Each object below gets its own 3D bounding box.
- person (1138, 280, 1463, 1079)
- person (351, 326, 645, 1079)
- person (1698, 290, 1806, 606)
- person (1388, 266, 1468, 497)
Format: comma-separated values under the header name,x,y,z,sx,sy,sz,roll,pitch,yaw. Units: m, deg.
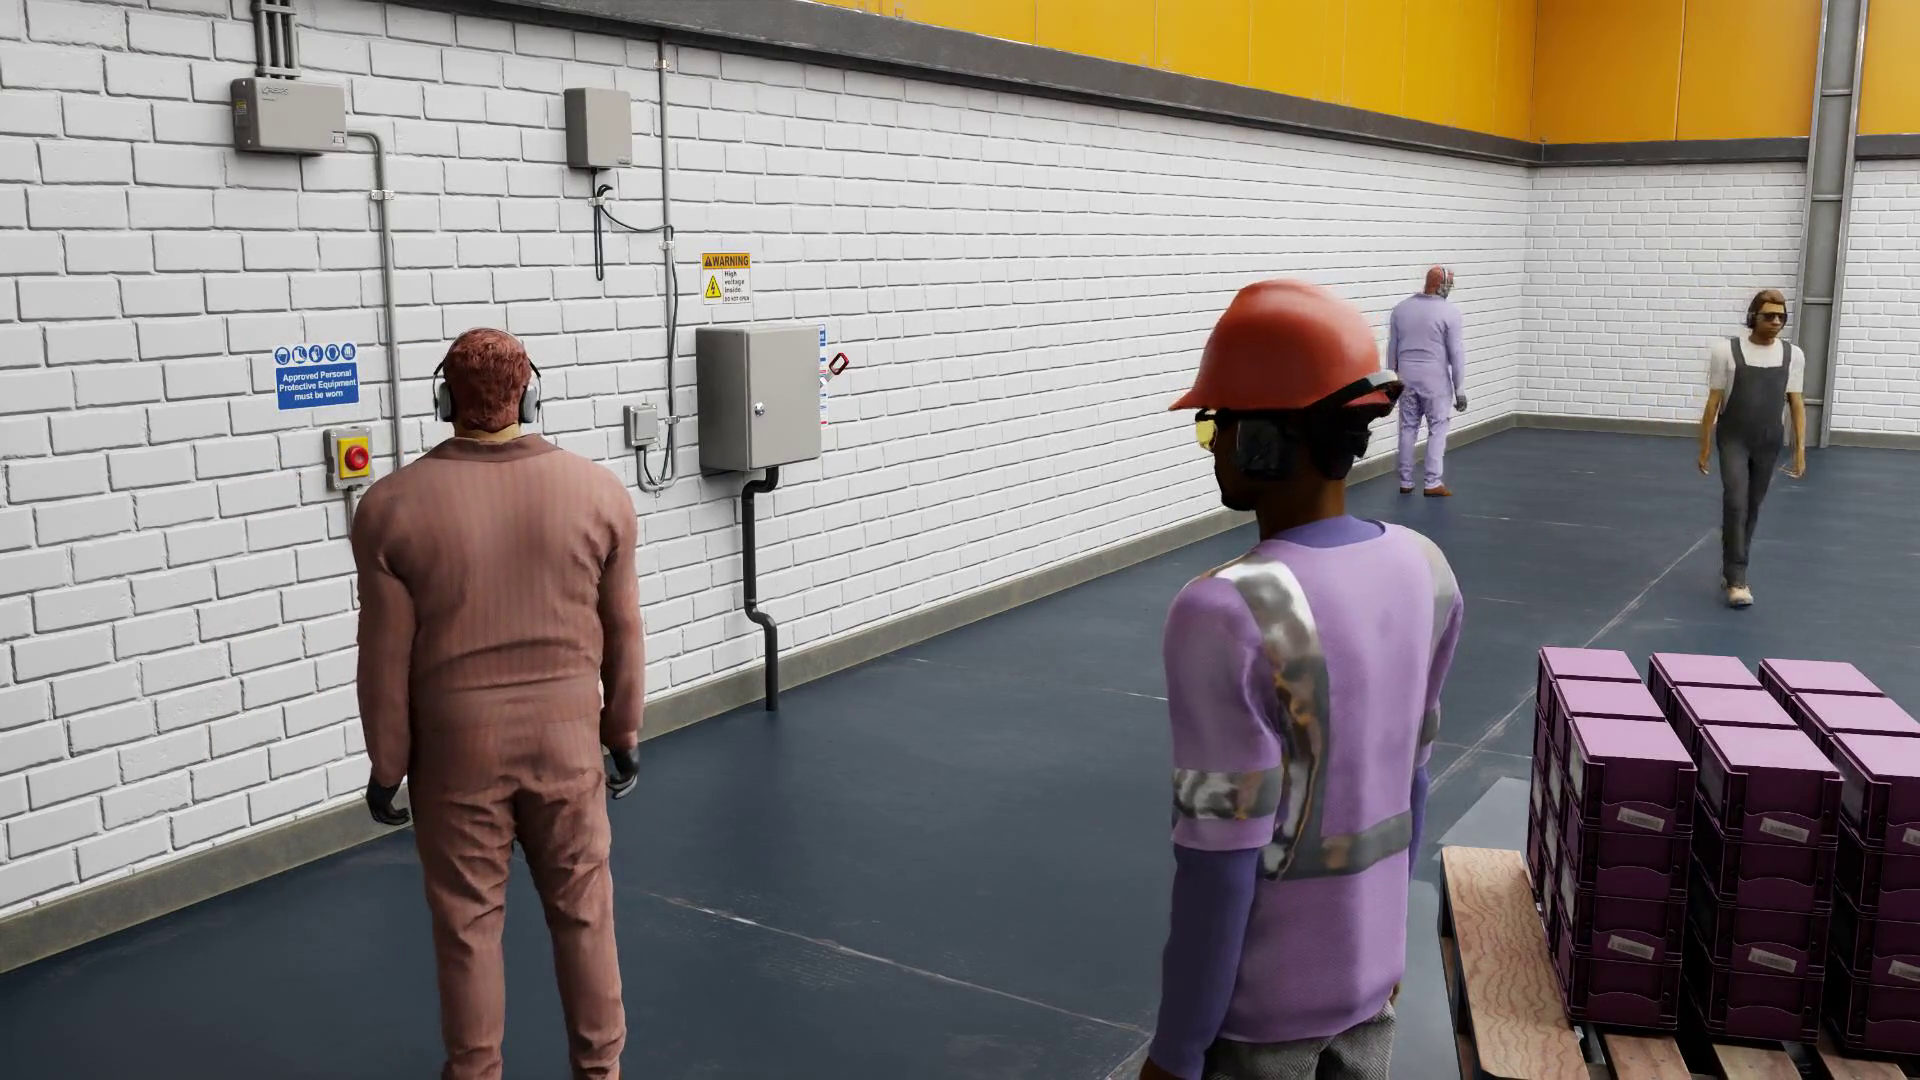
name,x,y,z,sx,sy,sz,roll,pitch,yaw
person,0.472,0.639,2.521,0.377,2.041,0.615,10,14,44
person,-1.062,0.462,3.884,0.652,1.906,0.402,-5,11,-26
person,4.602,-0.523,9.594,0.534,1.808,0.828,1,10,4
person,3.844,-1.296,13.705,0.696,1.884,0.428,10,14,44
